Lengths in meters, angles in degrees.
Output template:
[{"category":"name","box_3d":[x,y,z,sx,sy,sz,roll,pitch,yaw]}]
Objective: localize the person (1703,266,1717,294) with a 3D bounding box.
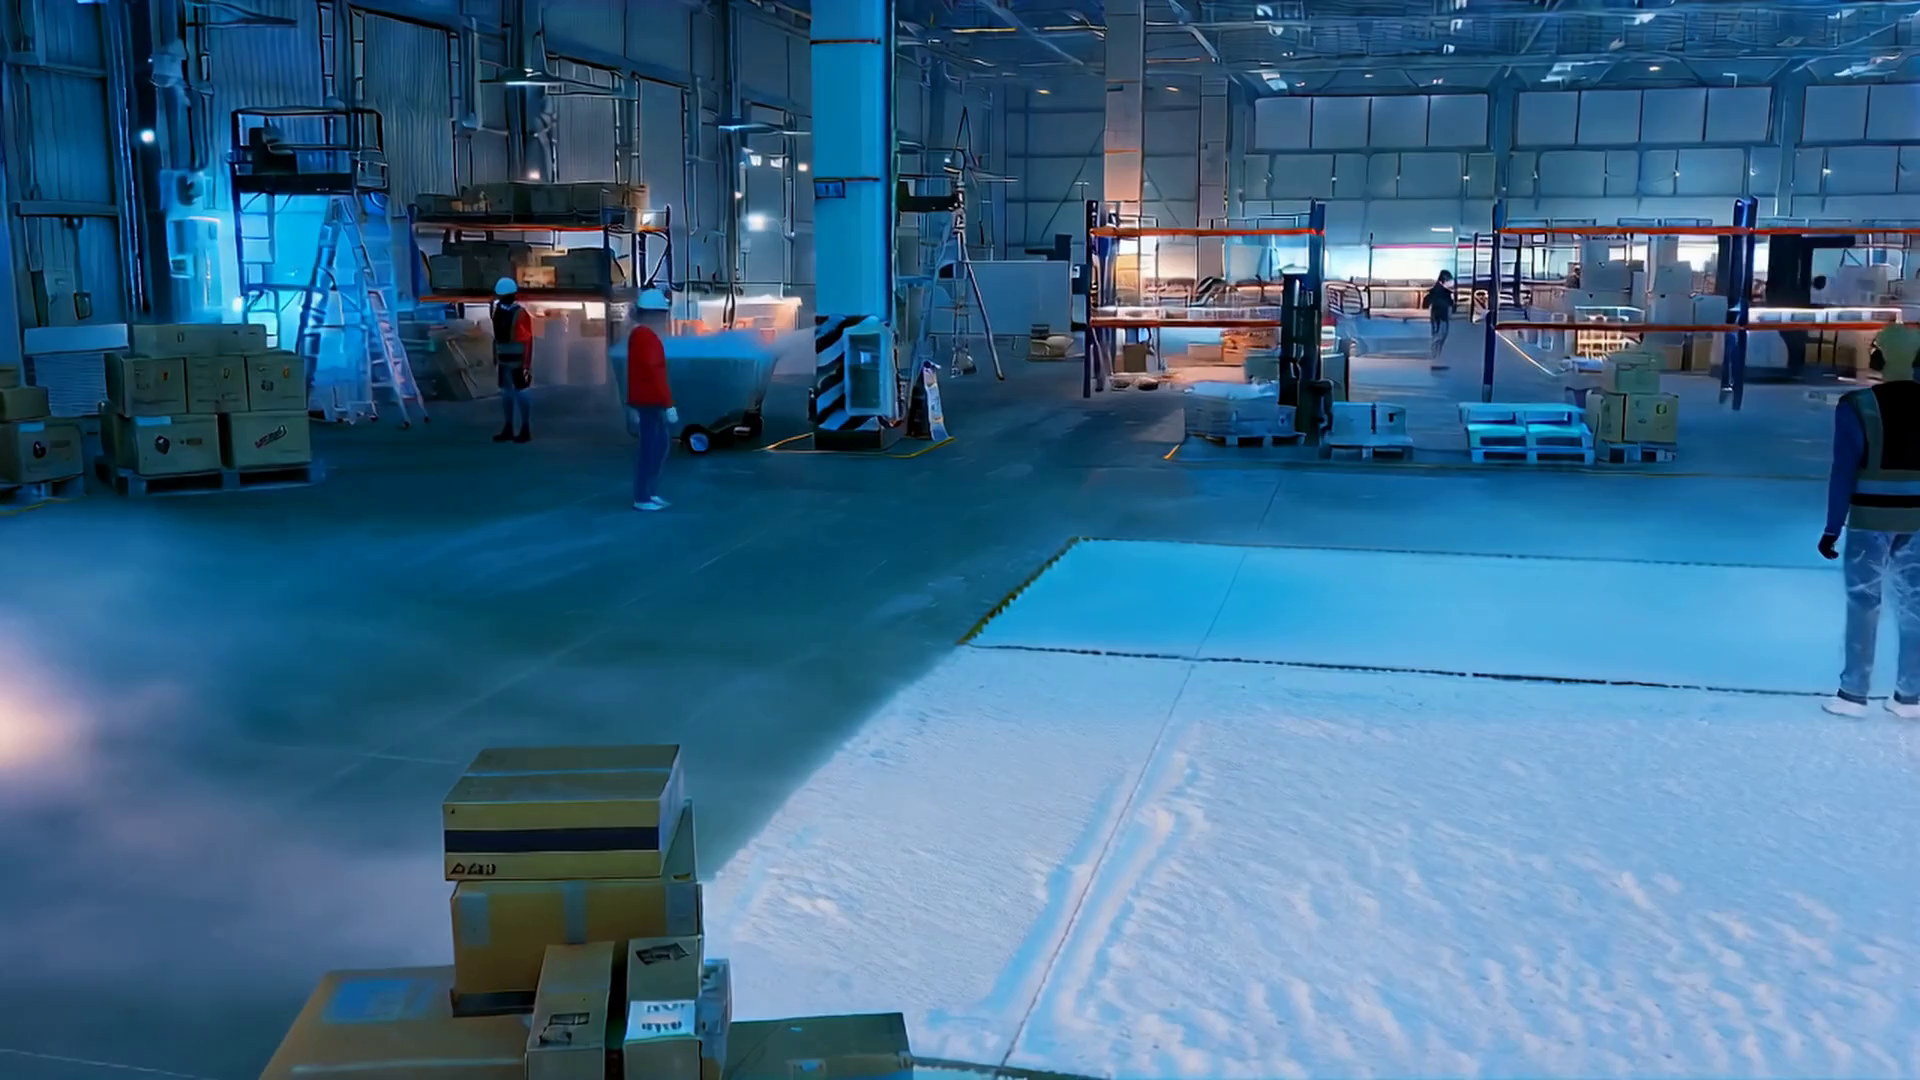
[{"category":"person","box_3d":[22.871,-7.399,50.791,0.363,1.929,0.629,5,11,29]}]

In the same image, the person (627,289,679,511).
[{"category":"person","box_3d":[-2.633,-1.194,14.310,0.510,1.907,0.589,-4,10,-22]}]

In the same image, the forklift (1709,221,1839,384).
[{"category":"forklift","box_3d":[14.115,-4.126,28.697,1.873,2.768,1.129,2,10,14]}]

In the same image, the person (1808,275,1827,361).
[{"category":"person","box_3d":[17.984,-4.694,35.187,0.650,1.814,0.618,-3,10,-19]}]

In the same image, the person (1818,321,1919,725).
[{"category":"person","box_3d":[4.318,-0.071,7.746,0.572,1.886,0.354,0,10,2]}]

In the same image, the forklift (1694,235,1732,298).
[{"category":"forklift","box_3d":[22.353,-7.522,48.695,1.873,2.768,1.129,2,10,14]}]

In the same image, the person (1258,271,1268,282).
[{"category":"person","box_3d":[10.876,-8.758,59.452,0.535,1.697,0.318,-6,11,-30]}]

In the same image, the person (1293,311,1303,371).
[{"category":"person","box_3d":[6.610,-4.099,31.912,0.333,1.733,0.500,6,12,33]}]

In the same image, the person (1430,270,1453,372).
[{"category":"person","box_3d":[9.236,-4.195,31.873,0.355,1.937,0.634,6,11,32]}]

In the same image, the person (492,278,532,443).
[{"category":"person","box_3d":[-5.286,-2.107,19.581,0.545,1.939,0.374,6,11,30]}]

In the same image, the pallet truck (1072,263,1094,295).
[{"category":"pallet truck","box_3d":[4.325,-8.180,55.162,0.823,1.965,1.885,6,11,31]}]

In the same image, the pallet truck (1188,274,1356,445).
[{"category":"pallet truck","box_3d":[3.653,-2.138,19.590,1.885,1.965,0.823,-4,10,-20]}]

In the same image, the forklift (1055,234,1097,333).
[{"category":"forklift","box_3d":[2.951,-7.337,47.606,1.873,2.768,1.129,2,10,14]}]
